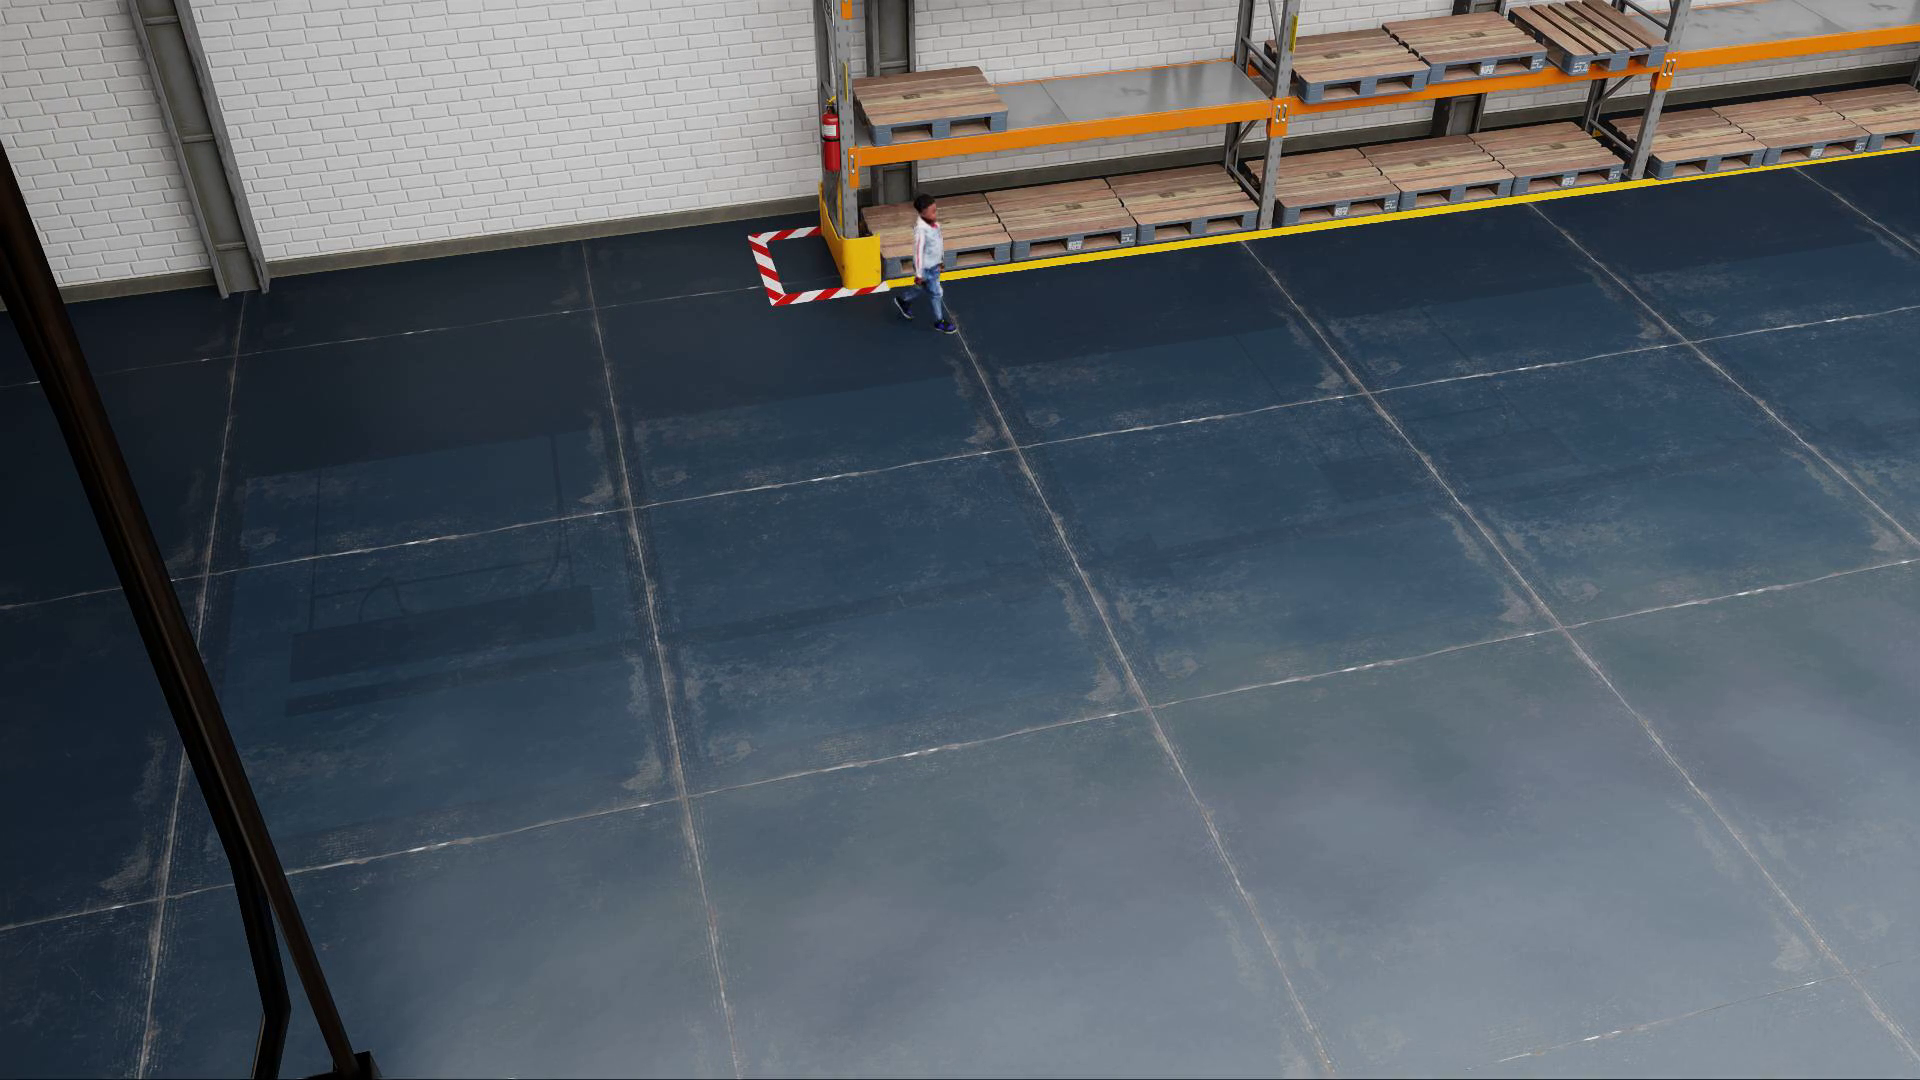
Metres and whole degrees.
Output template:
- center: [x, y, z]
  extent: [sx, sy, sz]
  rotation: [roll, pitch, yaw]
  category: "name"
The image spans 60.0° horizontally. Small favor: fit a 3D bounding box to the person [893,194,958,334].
- center: [-0.318, -2.366, 14.081]
  extent: [0.891, 1.243, 0.765]
  rotation: [13, 41, 16]
  category: "person"
